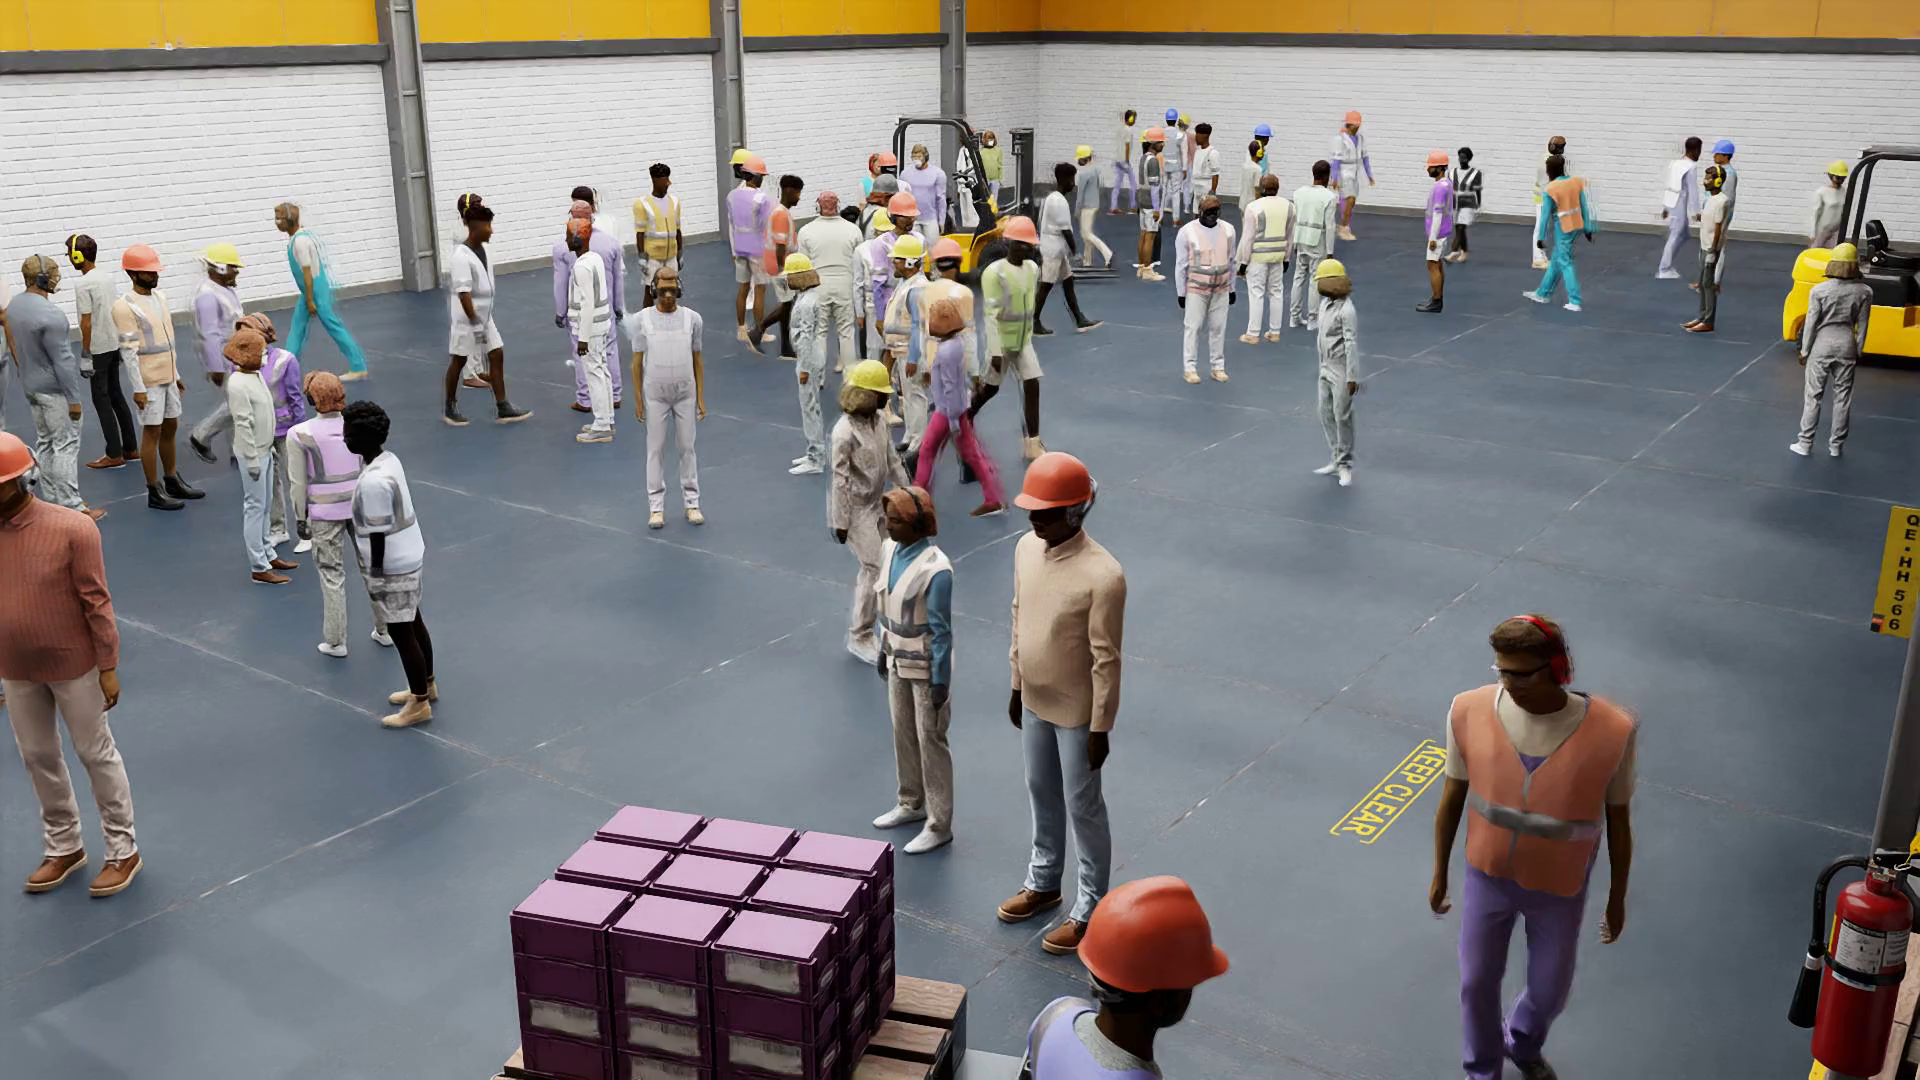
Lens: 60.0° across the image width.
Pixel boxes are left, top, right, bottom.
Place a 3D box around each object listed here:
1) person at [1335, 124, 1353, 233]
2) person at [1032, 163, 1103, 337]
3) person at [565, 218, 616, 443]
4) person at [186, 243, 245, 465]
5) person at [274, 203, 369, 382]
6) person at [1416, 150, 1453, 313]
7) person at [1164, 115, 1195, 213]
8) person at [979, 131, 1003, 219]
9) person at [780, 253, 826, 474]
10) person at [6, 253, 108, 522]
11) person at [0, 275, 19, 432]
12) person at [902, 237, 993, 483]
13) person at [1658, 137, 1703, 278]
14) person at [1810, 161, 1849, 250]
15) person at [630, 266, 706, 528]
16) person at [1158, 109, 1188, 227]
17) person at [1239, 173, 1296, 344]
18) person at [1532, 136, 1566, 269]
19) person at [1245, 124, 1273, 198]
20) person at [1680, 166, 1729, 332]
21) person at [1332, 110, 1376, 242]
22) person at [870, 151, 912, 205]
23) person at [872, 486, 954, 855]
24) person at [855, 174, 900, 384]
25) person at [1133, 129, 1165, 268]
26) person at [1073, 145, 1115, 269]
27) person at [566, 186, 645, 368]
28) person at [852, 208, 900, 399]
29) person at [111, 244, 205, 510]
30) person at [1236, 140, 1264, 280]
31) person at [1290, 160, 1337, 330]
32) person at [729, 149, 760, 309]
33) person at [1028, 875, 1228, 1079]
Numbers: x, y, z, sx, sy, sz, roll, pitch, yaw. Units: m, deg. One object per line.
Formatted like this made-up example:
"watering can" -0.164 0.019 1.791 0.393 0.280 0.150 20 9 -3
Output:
"person" 6.284 -5.904 27.189 0.341 1.747 0.575 9 20 27
"person" 1.190 -3.216 18.499 0.939 1.917 0.599 0 18 -1
"person" -3.120 -1.763 14.025 0.338 1.882 0.582 0 18 -1
"person" -5.860 -1.446 13.179 0.522 1.799 0.602 -3 18 -10
"person" -6.349 -2.382 16.158 1.034 1.767 0.523 -9 20 -27
"person" 5.726 -3.714 20.063 0.390 1.928 0.552 7 19 21
"person" 3.941 -6.720 29.784 0.552 1.731 0.405 7 19 21
"person" 0.475 -5.935 27.495 0.494 1.624 0.279 -8 20 -24
"person" -1.232 -1.395 13.126 0.324 1.729 0.492 -2 18 -6
"person" -6.387 -1.046 11.719 0.635 1.929 0.381 12 22 34
"person" -7.476 -1.392 12.609 0.698 2.000 0.758 -15 23 -40
"person" -0.136 -1.331 12.659 0.791 1.885 0.604 -14 22 -37
"person" 9.784 -4.492 22.538 0.511 1.897 0.608 2 18 6
"person" 10.822 -3.822 20.671 0.552 1.742 0.591 -2 18 -8
"person" -2.037 -1.002 11.706 0.508 1.847 0.345 -6 19 -17
"person" 3.525 -6.231 27.891 0.612 1.950 0.377 6 19 19
"person" 3.329 -3.068 18.174 0.636 1.842 0.429 -7 19 -22
"person" 8.343 -4.780 23.536 0.430 1.840 0.623 9 20 27
"person" 4.366 -5.118 24.435 0.415 1.939 0.605 -2 18 -7
"person" 8.482 -3.288 18.842 0.325 1.860 0.520 3 18 8
"person" 6.232 -5.713 26.155 0.650 2.021 0.617 -14 23 -38
"person" -0.843 -3.662 19.895 0.544 1.930 0.388 -10 20 -28
"person" -0.186 0.551 7.196 0.315 1.634 0.527 -10 21 -30
"person" -0.740 -2.577 16.317 0.535 2.000 0.707 -10 20 -29
"person" 2.660 -4.808 23.479 0.382 1.924 0.594 11 21 30
"person" 1.884 -4.654 23.310 0.631 1.729 0.546 7 19 22
"person" -3.591 -2.650 16.839 0.937 1.861 0.615 5 18 14
"person" -0.694 -2.153 15.361 0.601 1.817 0.403 -7 19 -21
"person" -5.857 -1.190 12.145 0.357 1.936 0.551 2 18 6
"person" 3.943 -4.461 22.511 0.320 1.860 0.531 -4 18 -14
"person" 4.019 -3.357 18.970 0.393 1.913 0.586 -14 23 -38
"person" -2.590 -3.782 20.268 0.383 1.928 0.588 -3 18 -9
"person" 0.344 1.582 3.498 0.386 1.929 0.543 -7 19 -22
